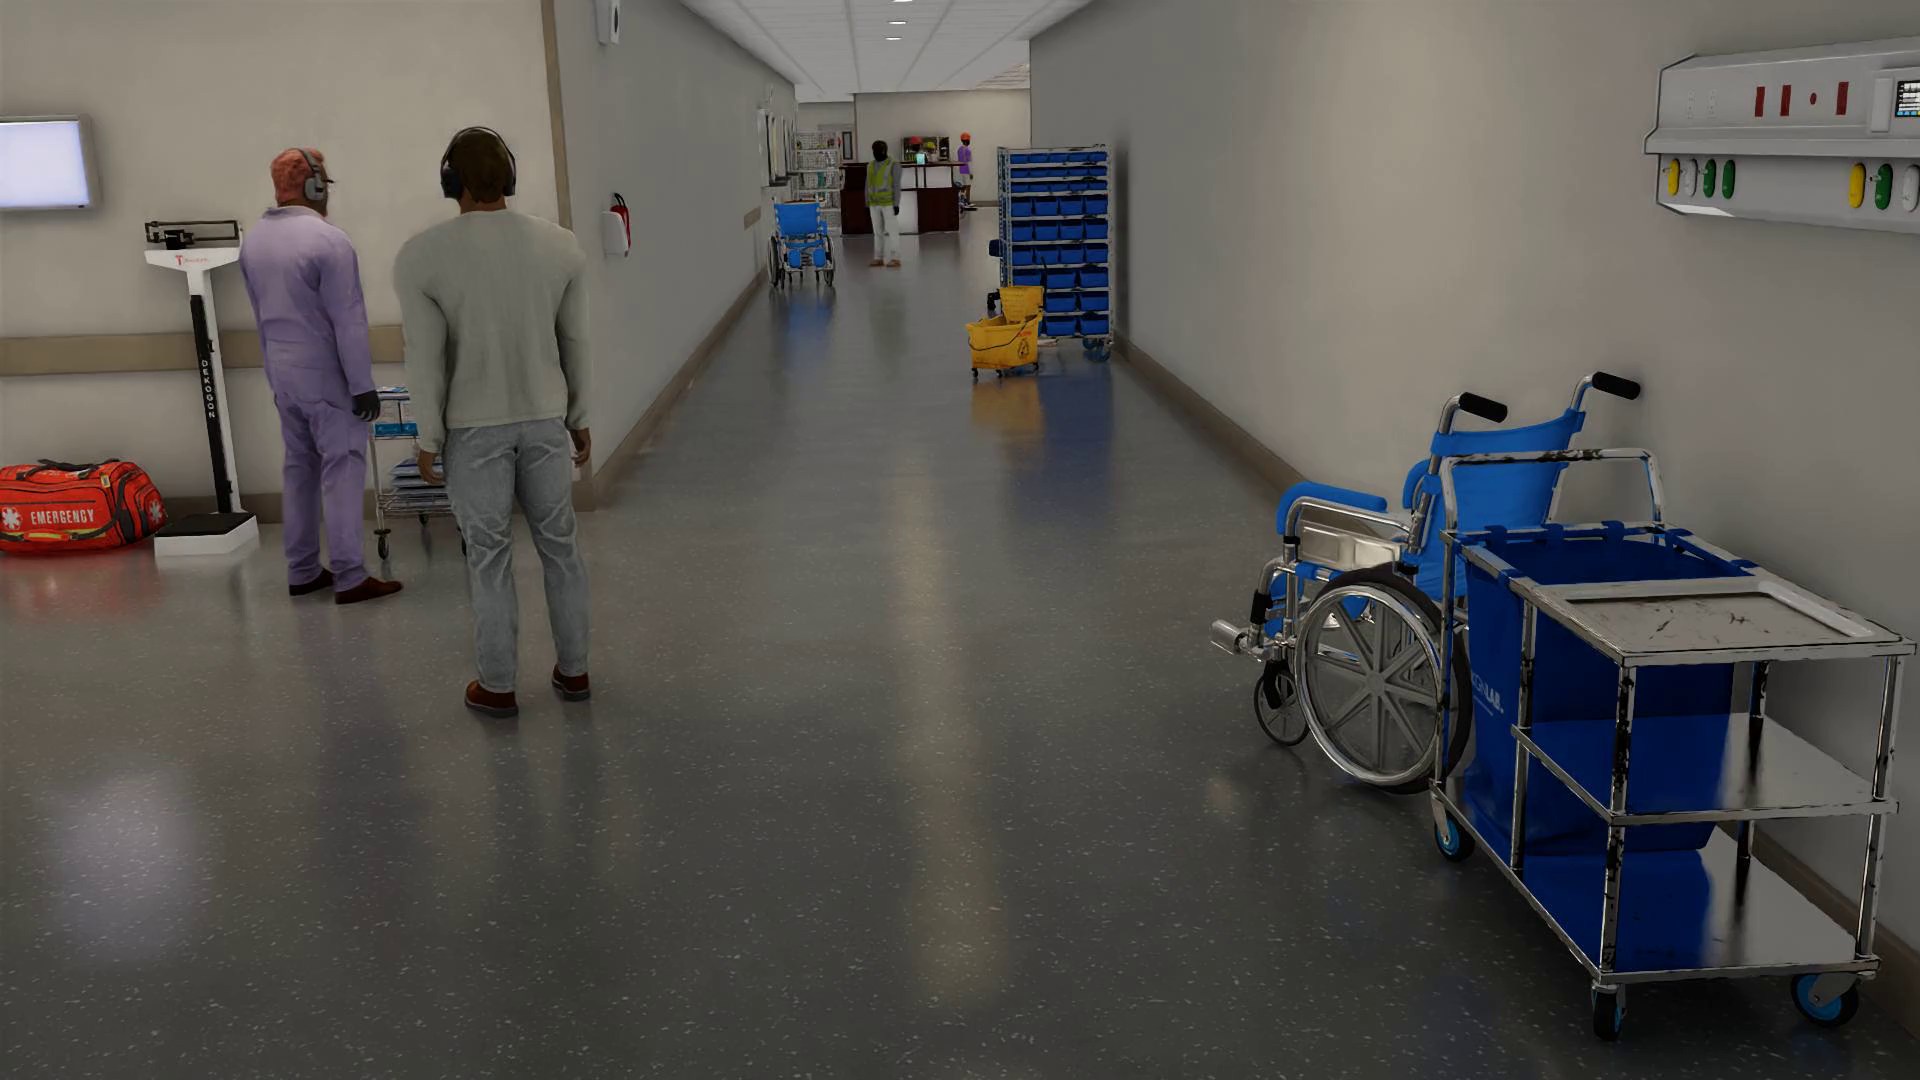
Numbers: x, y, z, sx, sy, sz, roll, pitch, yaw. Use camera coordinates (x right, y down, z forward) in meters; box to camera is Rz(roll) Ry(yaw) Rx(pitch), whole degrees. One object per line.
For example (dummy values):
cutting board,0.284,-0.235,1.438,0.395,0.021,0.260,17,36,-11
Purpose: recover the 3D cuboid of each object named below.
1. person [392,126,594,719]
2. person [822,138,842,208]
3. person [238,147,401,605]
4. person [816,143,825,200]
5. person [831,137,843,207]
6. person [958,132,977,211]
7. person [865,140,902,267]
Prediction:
person,-1.508,-0.372,5.506,0.632,1.940,0.372,-10,16,-32
person,-3.405,-9.727,44.287,0.584,1.882,0.337,-13,17,-38
person,-2.689,-0.686,7.035,0.644,1.899,0.404,8,17,34
person,-4.324,-11.571,52.215,0.305,1.772,0.527,-11,16,-33
person,-3.402,-10.222,46.214,0.373,1.934,0.551,5,15,26
person,0.167,-9.245,41.764,0.350,1.942,0.545,-10,16,-29
person,-1.136,-4.930,24.418,0.635,1.837,0.429,8,17,35
